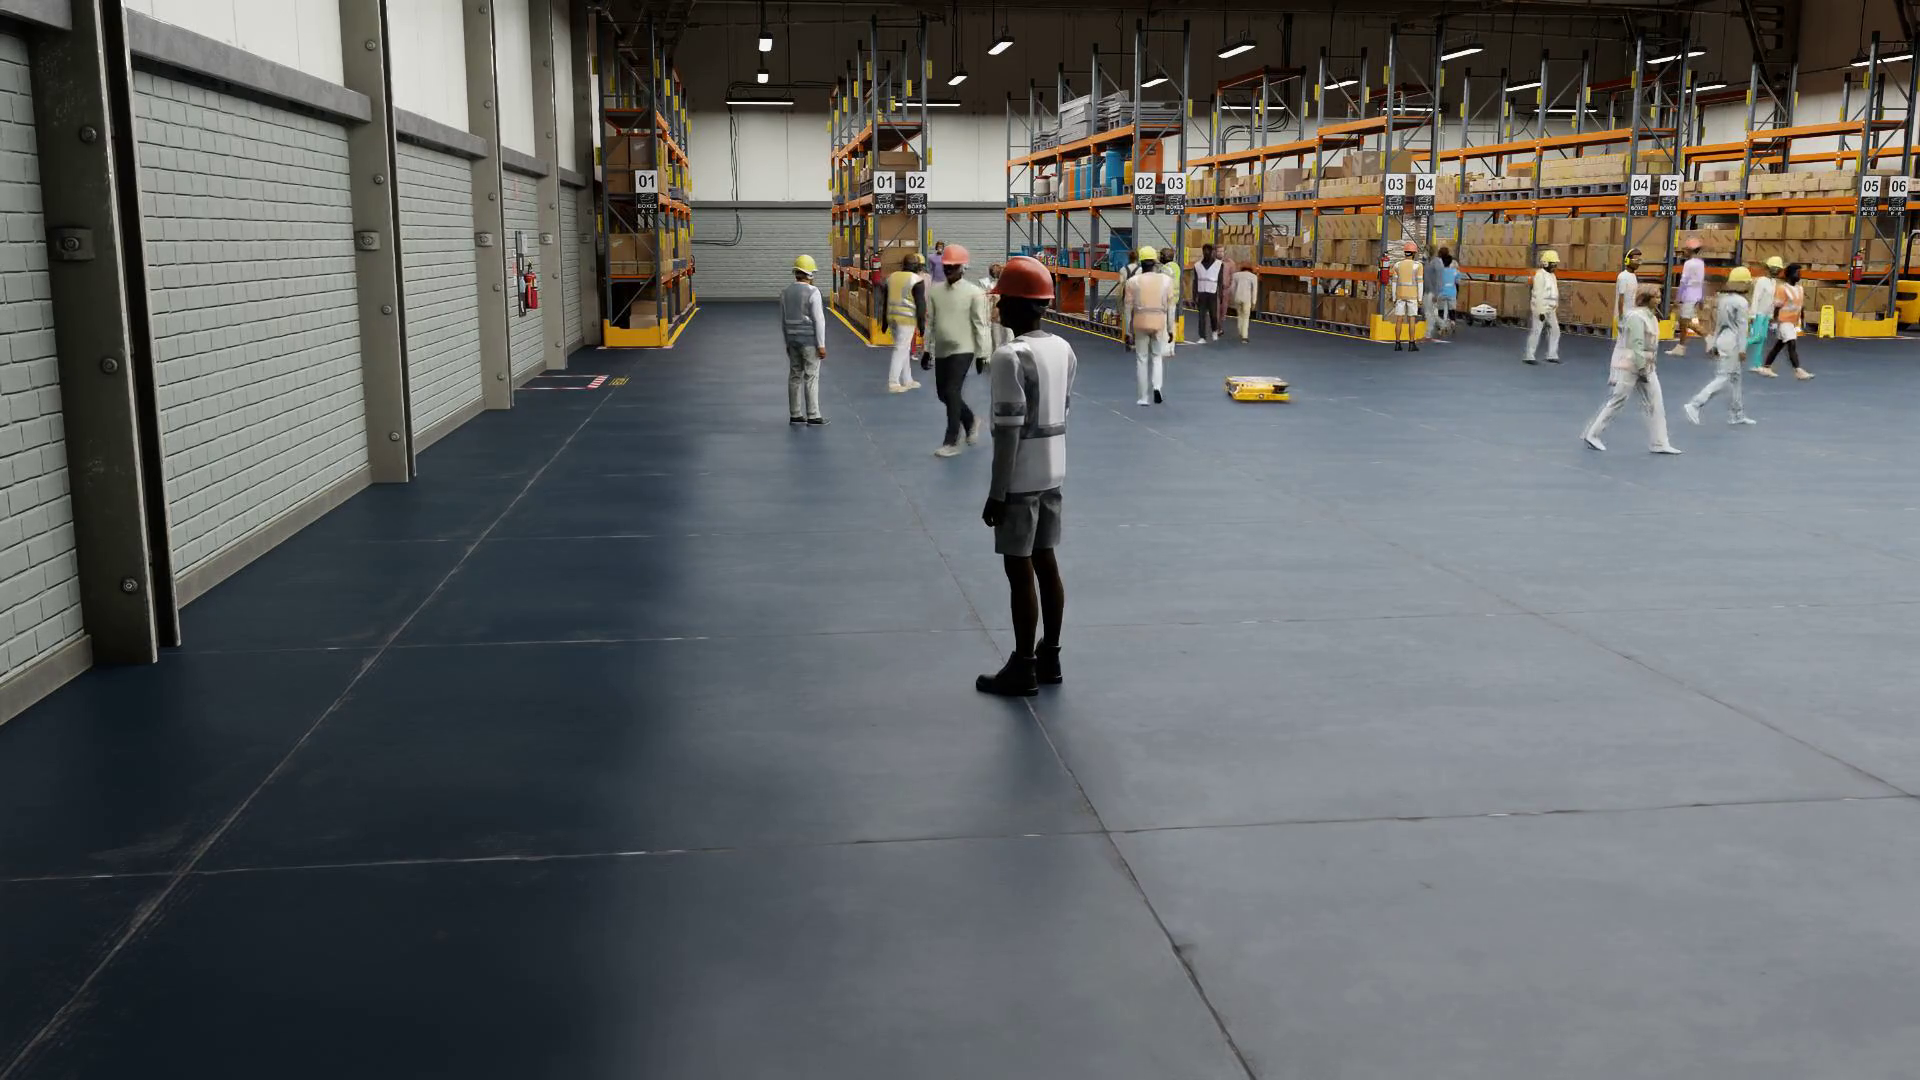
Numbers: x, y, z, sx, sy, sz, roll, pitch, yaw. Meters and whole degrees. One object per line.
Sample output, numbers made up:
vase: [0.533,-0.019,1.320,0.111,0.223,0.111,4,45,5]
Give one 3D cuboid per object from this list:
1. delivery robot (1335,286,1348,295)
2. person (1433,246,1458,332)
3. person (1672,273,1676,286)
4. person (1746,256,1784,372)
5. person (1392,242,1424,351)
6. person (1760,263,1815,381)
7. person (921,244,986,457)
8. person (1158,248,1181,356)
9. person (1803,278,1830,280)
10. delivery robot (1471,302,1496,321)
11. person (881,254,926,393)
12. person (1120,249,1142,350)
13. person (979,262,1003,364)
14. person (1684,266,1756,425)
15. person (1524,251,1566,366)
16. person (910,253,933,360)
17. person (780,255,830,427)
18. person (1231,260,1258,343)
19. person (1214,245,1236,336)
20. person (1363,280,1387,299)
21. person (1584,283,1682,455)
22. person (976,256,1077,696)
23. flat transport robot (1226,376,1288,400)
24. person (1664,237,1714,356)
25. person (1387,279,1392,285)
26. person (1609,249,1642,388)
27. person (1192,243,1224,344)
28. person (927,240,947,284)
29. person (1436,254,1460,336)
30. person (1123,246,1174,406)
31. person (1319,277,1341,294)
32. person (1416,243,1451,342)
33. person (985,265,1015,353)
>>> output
delivery robot: [11.373,-7.323,49.557,0.707,0.478,0.477,2,10,10]
person: [10.267,-5.334,35.413,0.638,1.825,0.452,0,10,-1]
person: [19.181,-7.179,44.950,0.690,2.000,0.785,0,10,1]
person: [11.988,-3.382,24.960,0.570,1.742,0.540,10,14,43]
person: [7.961,-4.321,29.564,0.551,1.935,0.371,6,12,32]
person: [11.823,-3.104,23.681,0.544,1.647,0.861,-7,12,-32]
person: [-0.014,-1.787,15.600,0.616,1.966,0.831,8,13,36]
person: [3.517,-4.054,28.368,0.429,1.841,0.633,5,11,25]
person: [20.009,-5.976,38.828,0.575,1.867,0.697,1,10,7]
delivery robot: [11.881,-5.166,37.733,0.477,0.478,0.707,-1,10,-7]
person: [-0.674,-2.836,21.810,0.785,1.800,0.636,-9,14,-42]
person: [3.090,-4.293,29.751,0.517,1.822,0.803,4,11,21]
person: [0.560,-3.578,26.359,0.551,1.607,0.724,-1,10,-4]
person: [8.250,-2.086,17.935,0.805,1.716,0.492,-1,10,-3]
person: [9.210,-3.602,25.979,0.736,1.802,0.622,8,13,38]
person: [-0.676,-3.814,27.294,0.541,1.752,0.482,-4,11,-21]
person: [-1.653,-2.131,17.853,0.600,1.828,0.404,9,14,40]
person: [5.491,-4.619,32.166,0.515,1.575,0.791,5,11,24]
person: [5.375,-5.147,34.313,0.636,1.867,0.985,0,10,-2]
person: [10.312,-6.492,41.305,0.622,1.993,0.382,2,10,9]
person: [6.346,-1.613,15.650,0.520,1.596,0.854,-10,14,-43]
person: [0.283,-0.278,7.388,0.353,1.942,0.546,7,12,33]
flat transport robot: [3.745,-1.930,21.027,0.652,0.197,1.431,1,10,5]
person: [12.421,-4.089,28.080,0.836,2.022,0.607,9,14,40]
person: [12.369,-7.693,48.278,0.509,1.860,0.334,-4,11,-23]
person: [8.974,-2.974,22.378,0.310,1.865,0.532,8,13,36]
person: [4.737,-4.697,31.729,0.622,1.902,0.530,5,11,23]
person: [-0.456,-5.982,38.668,0.636,1.937,0.358,1,10,6]
person: [9.912,-4.981,33.858,0.541,1.681,0.585,1,10,5]
person: [2.258,-2.559,19.965,0.616,1.913,0.411,-1,10,-5]
person: [10.050,-7.156,45.134,0.607,1.935,0.939,2,10,10]
person: [9.127,-4.732,31.919,0.598,1.909,0.648,-1,10,-3]
person: [0.631,-3.214,24.419,0.526,1.603,0.822,-1,10,-4]
